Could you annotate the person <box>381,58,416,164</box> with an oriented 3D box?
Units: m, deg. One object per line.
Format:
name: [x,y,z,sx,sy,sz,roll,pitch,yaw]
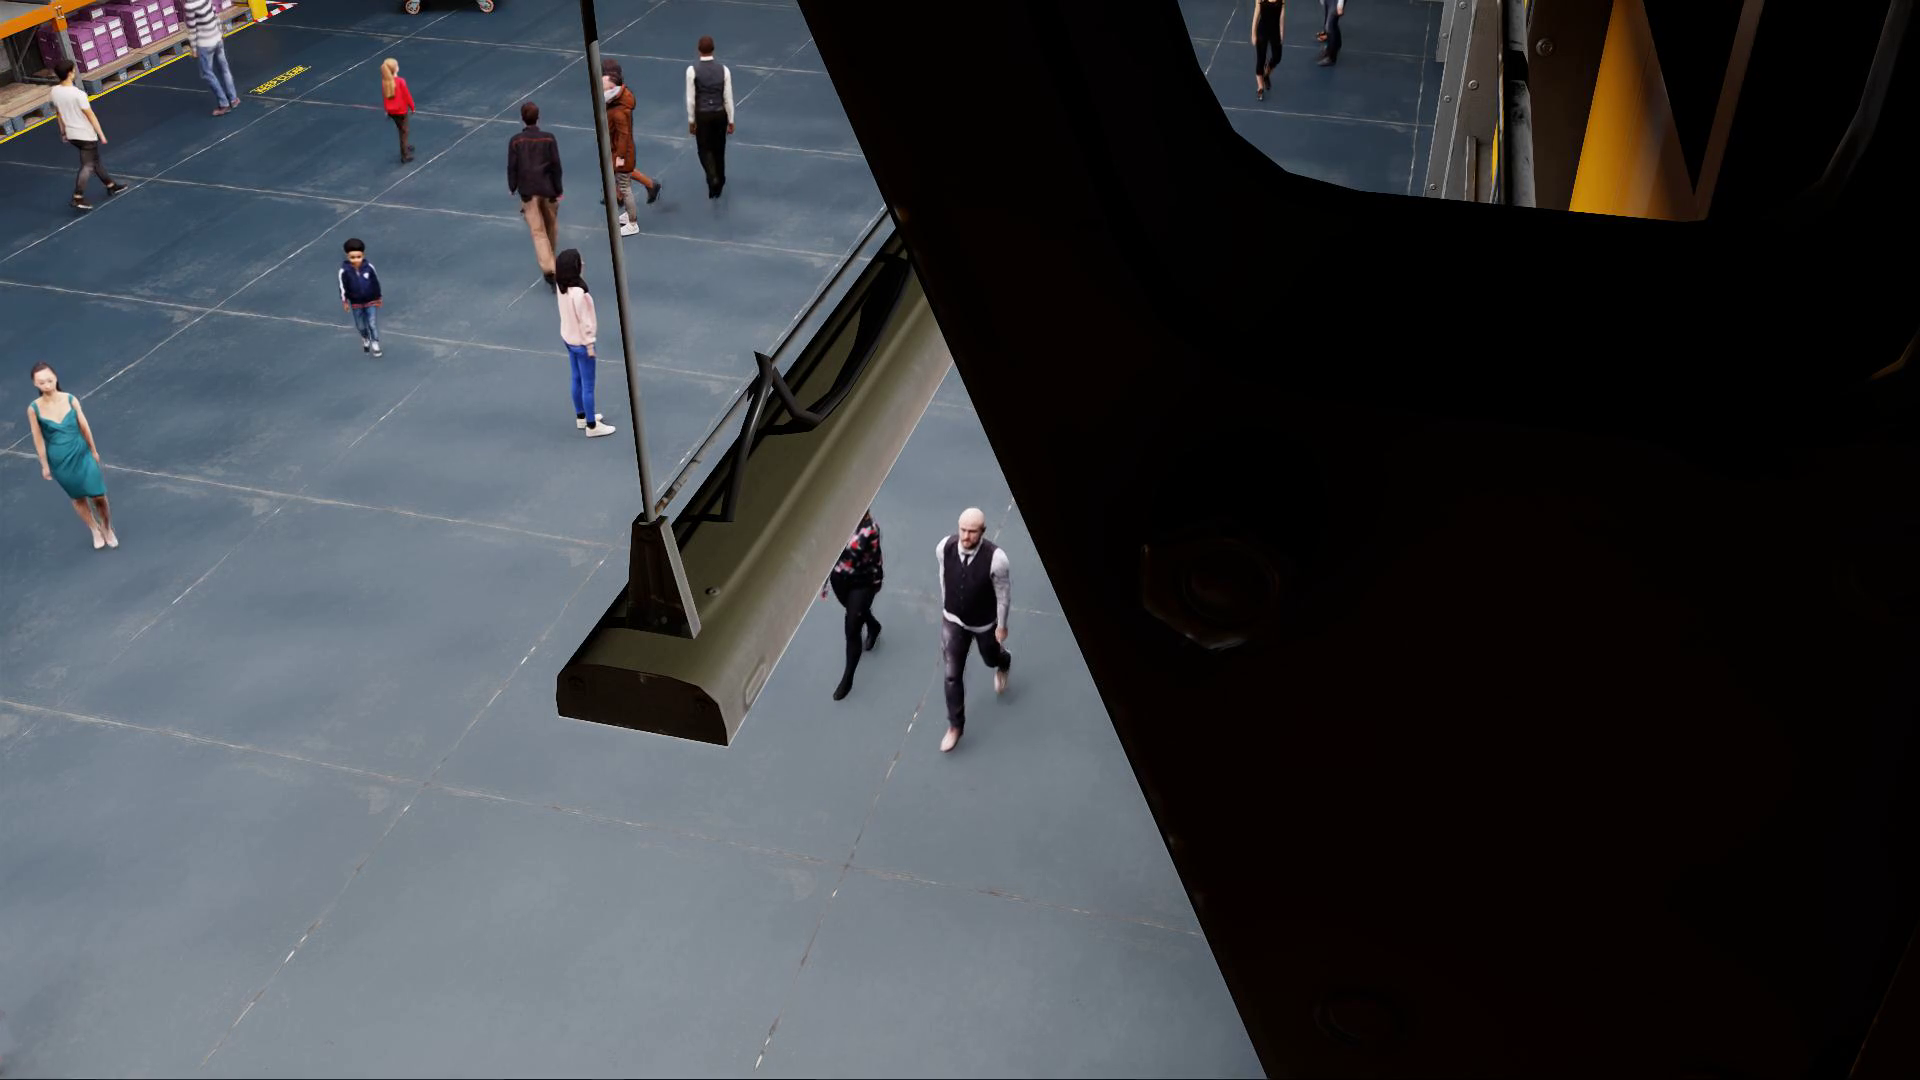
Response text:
person: [-6.980,-5.290,20.562,0.504,1.270,0.633,9,35,14]

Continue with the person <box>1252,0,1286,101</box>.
person: [4.169,-6.870,22.534,0.687,1.717,0.776,0,34,0]

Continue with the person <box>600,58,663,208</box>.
person: [-3.854,-4.647,19.136,0.891,1.776,0.998,-2,34,-2]

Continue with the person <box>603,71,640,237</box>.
person: [-3.807,-4.345,18.626,0.902,1.839,0.816,-8,34,-12]

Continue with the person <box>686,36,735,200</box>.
person: [-2.898,-4.877,19.370,0.960,1.902,1.094,-7,34,-11]

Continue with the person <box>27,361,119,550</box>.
person: [-7.086,-0.670,13.246,0.697,1.673,0.755,-16,37,-22]

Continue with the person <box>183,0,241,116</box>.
person: [-9.913,-6.612,22.065,0.890,1.807,0.509,20,38,27]

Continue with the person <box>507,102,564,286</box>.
person: [-4.425,-3.593,17.453,1.190,1.885,1.307,-14,36,-19]

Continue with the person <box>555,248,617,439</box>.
person: [-3.396,-1.762,14.803,0.765,1.769,0.716,-20,38,-27]

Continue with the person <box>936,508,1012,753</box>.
person: [0.128,0.514,11.366,0.781,1.783,1.243,12,35,17]

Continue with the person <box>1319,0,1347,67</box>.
person: [5.358,-7.733,23.758,1.083,1.800,0.910,-5,34,-7]

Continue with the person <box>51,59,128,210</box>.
person: [-10.228,-4.657,19.236,0.769,1.684,1.125,14,36,20]

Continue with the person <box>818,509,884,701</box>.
person: [-0.739,0.251,11.887,0.689,1.644,1.119,14,36,20]

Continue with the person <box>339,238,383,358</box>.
person: [-5.840,-2.388,16.243,0.604,1.217,0.644,-13,36,-19]
